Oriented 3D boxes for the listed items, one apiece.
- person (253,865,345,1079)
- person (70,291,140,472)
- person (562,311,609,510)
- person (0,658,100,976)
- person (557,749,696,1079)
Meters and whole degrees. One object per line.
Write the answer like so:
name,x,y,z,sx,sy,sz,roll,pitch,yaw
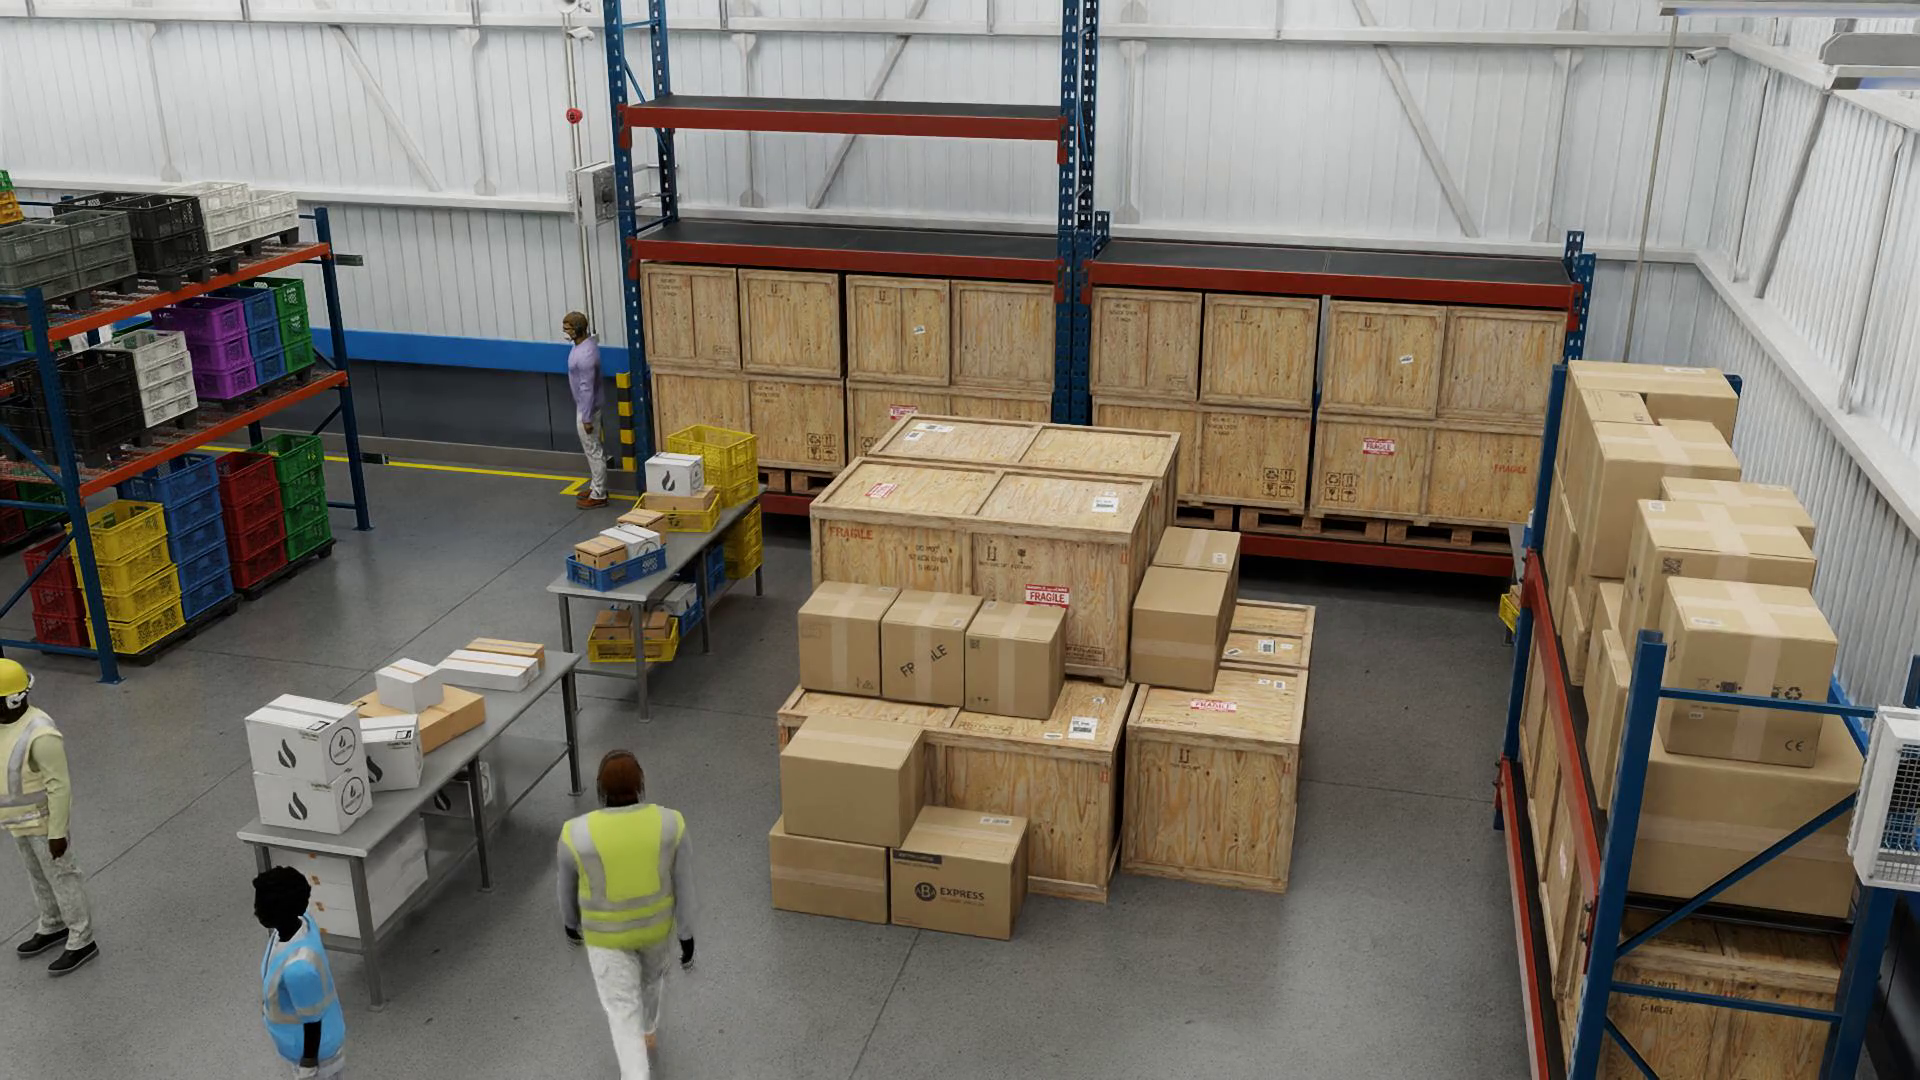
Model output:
person,-2.872,2.184,7.310,0.317,1.696,0.539,-10,23,-24
person,-8.771,-1.619,17.018,0.366,1.875,0.598,3,21,9
person,-3.583,-1.257,15.992,0.374,1.933,0.625,-5,21,-12
person,-5.007,1.477,8.968,0.589,1.834,0.403,14,25,33
person,-1.582,1.872,8.005,0.615,1.797,0.961,-9,23,-23
